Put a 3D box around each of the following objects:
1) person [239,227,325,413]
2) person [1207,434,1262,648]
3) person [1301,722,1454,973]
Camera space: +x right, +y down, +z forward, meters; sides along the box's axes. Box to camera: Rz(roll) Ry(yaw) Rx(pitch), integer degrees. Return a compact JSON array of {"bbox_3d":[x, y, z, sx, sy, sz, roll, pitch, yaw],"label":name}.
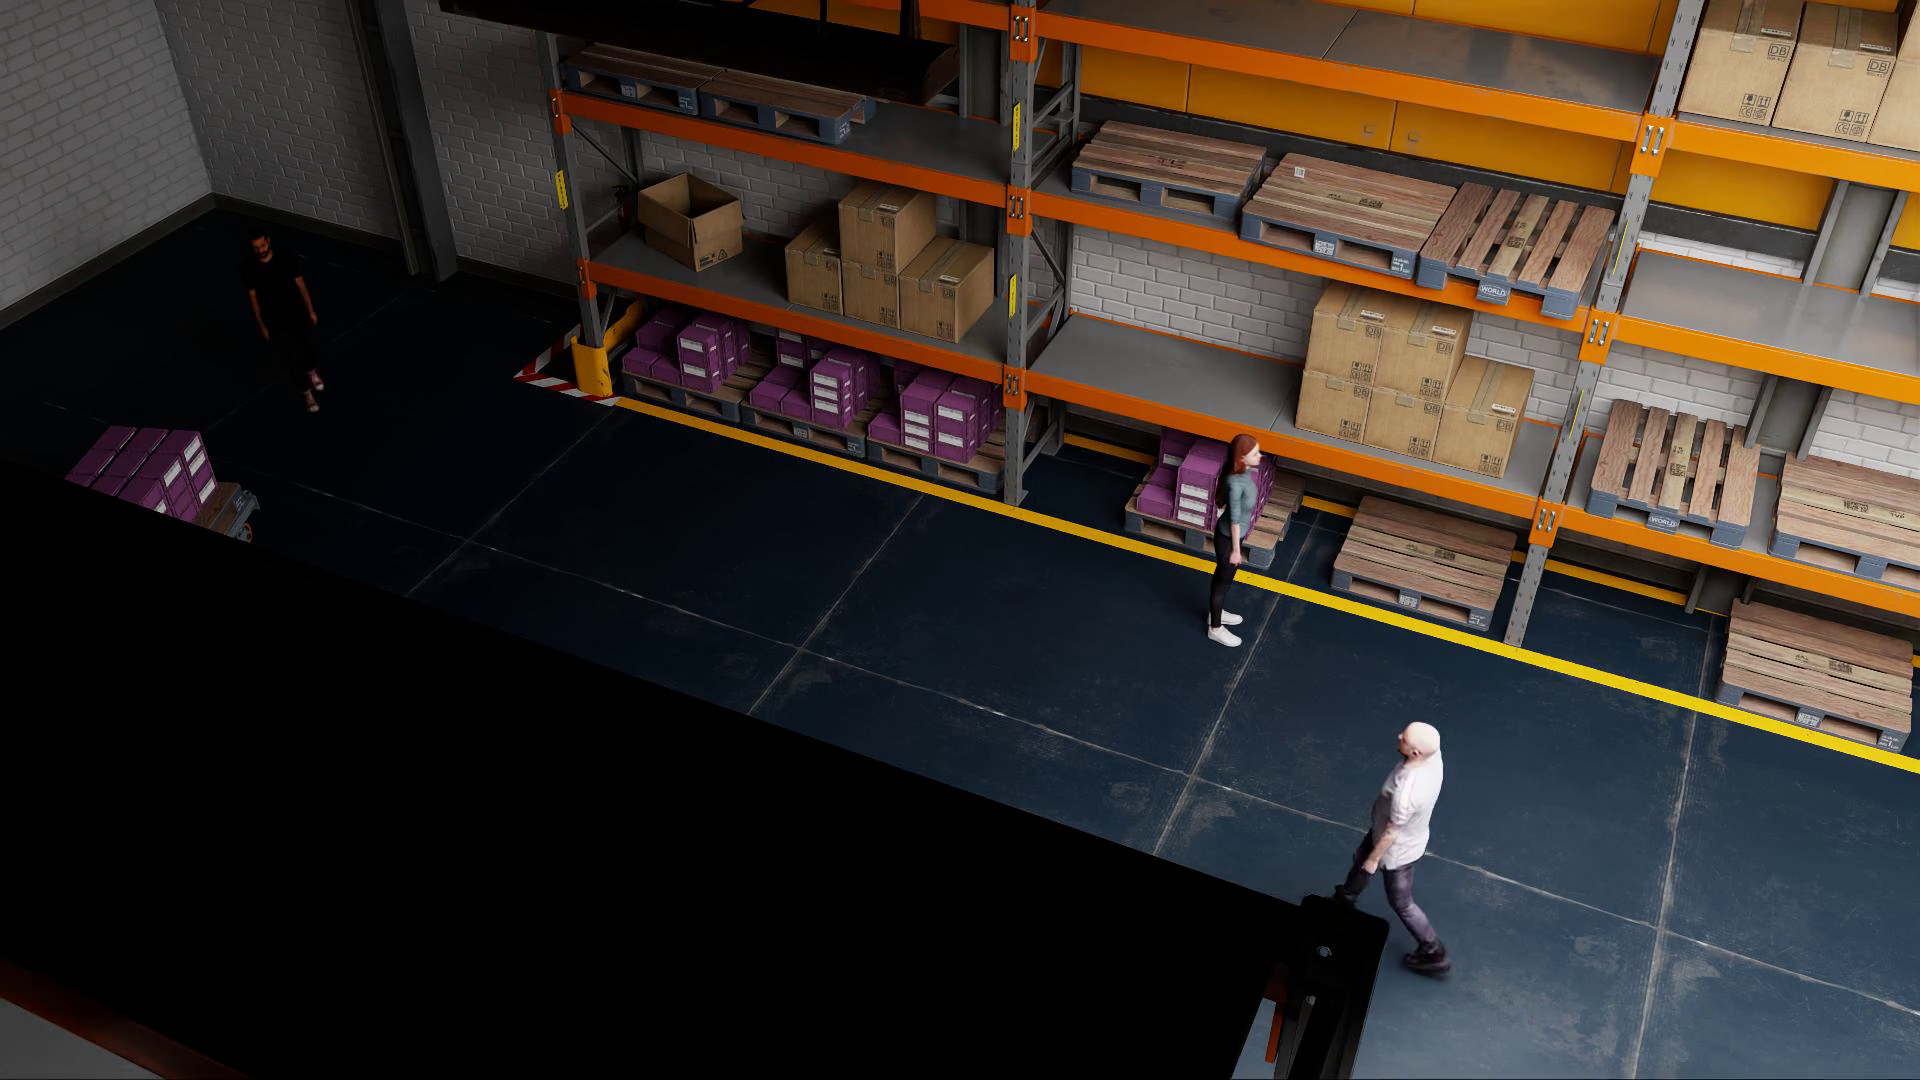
[{"bbox_3d":[-5.751,-1.925,14.138,0.826,1.742,0.885,-22,44,-25],"label":"person"},{"bbox_3d":[1.917,-0.017,11.749,0.612,1.743,0.625,7,39,9],"label":"person"},{"bbox_3d":[2.575,1.769,9.467,1.206,1.800,0.732,20,43,23],"label":"person"}]
